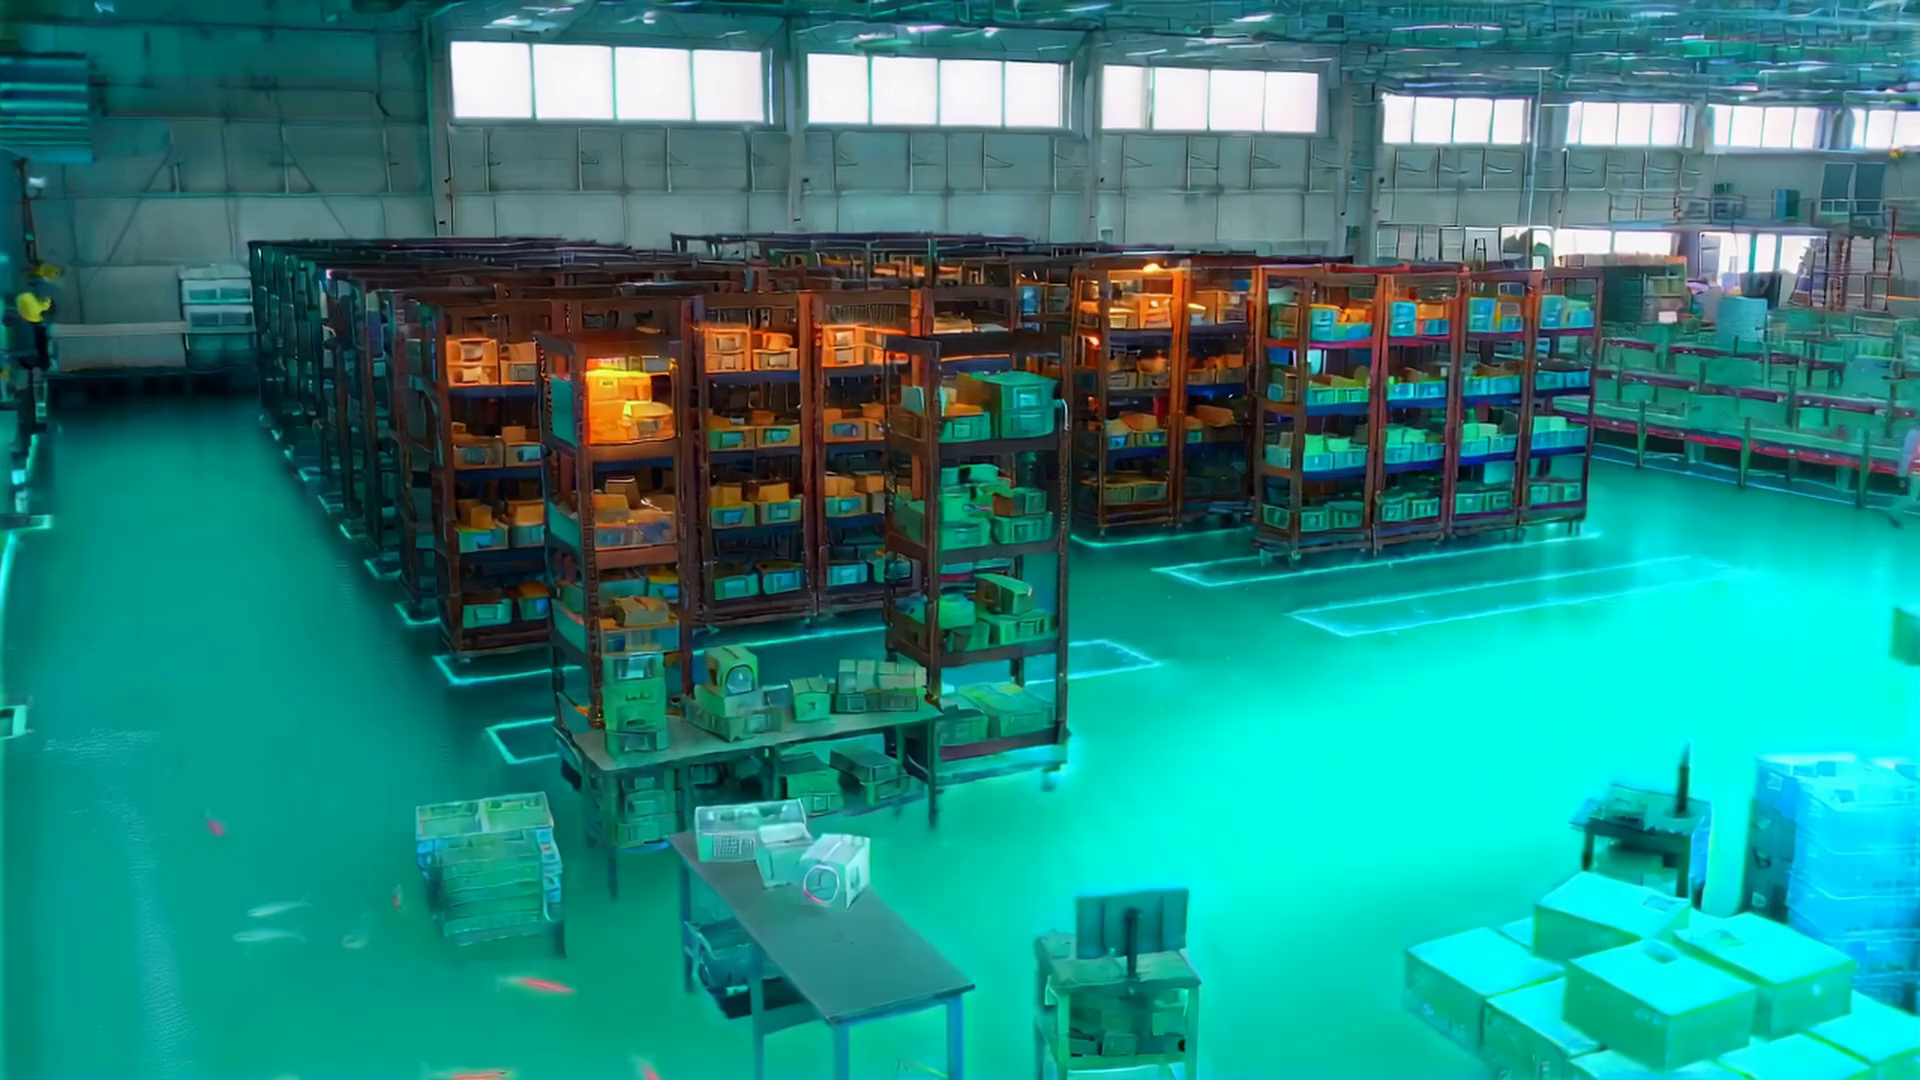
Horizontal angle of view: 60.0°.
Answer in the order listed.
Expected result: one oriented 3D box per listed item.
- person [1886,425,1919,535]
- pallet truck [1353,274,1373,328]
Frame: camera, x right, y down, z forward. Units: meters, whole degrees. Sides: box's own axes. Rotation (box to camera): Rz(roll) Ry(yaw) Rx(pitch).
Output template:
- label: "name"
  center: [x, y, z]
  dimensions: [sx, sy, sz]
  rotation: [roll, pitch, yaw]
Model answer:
- label: "person"
  center: [12.950, -0.945, 22.472]
  dimensions: [0.627, 1.808, 0.619]
  rotation: [-3, 12, -12]
- label: "pallet truck"
  center: [13.011, -8.050, 55.243]
  dimensions: [0.823, 1.965, 1.885]
  rotation: [-7, 14, -28]
